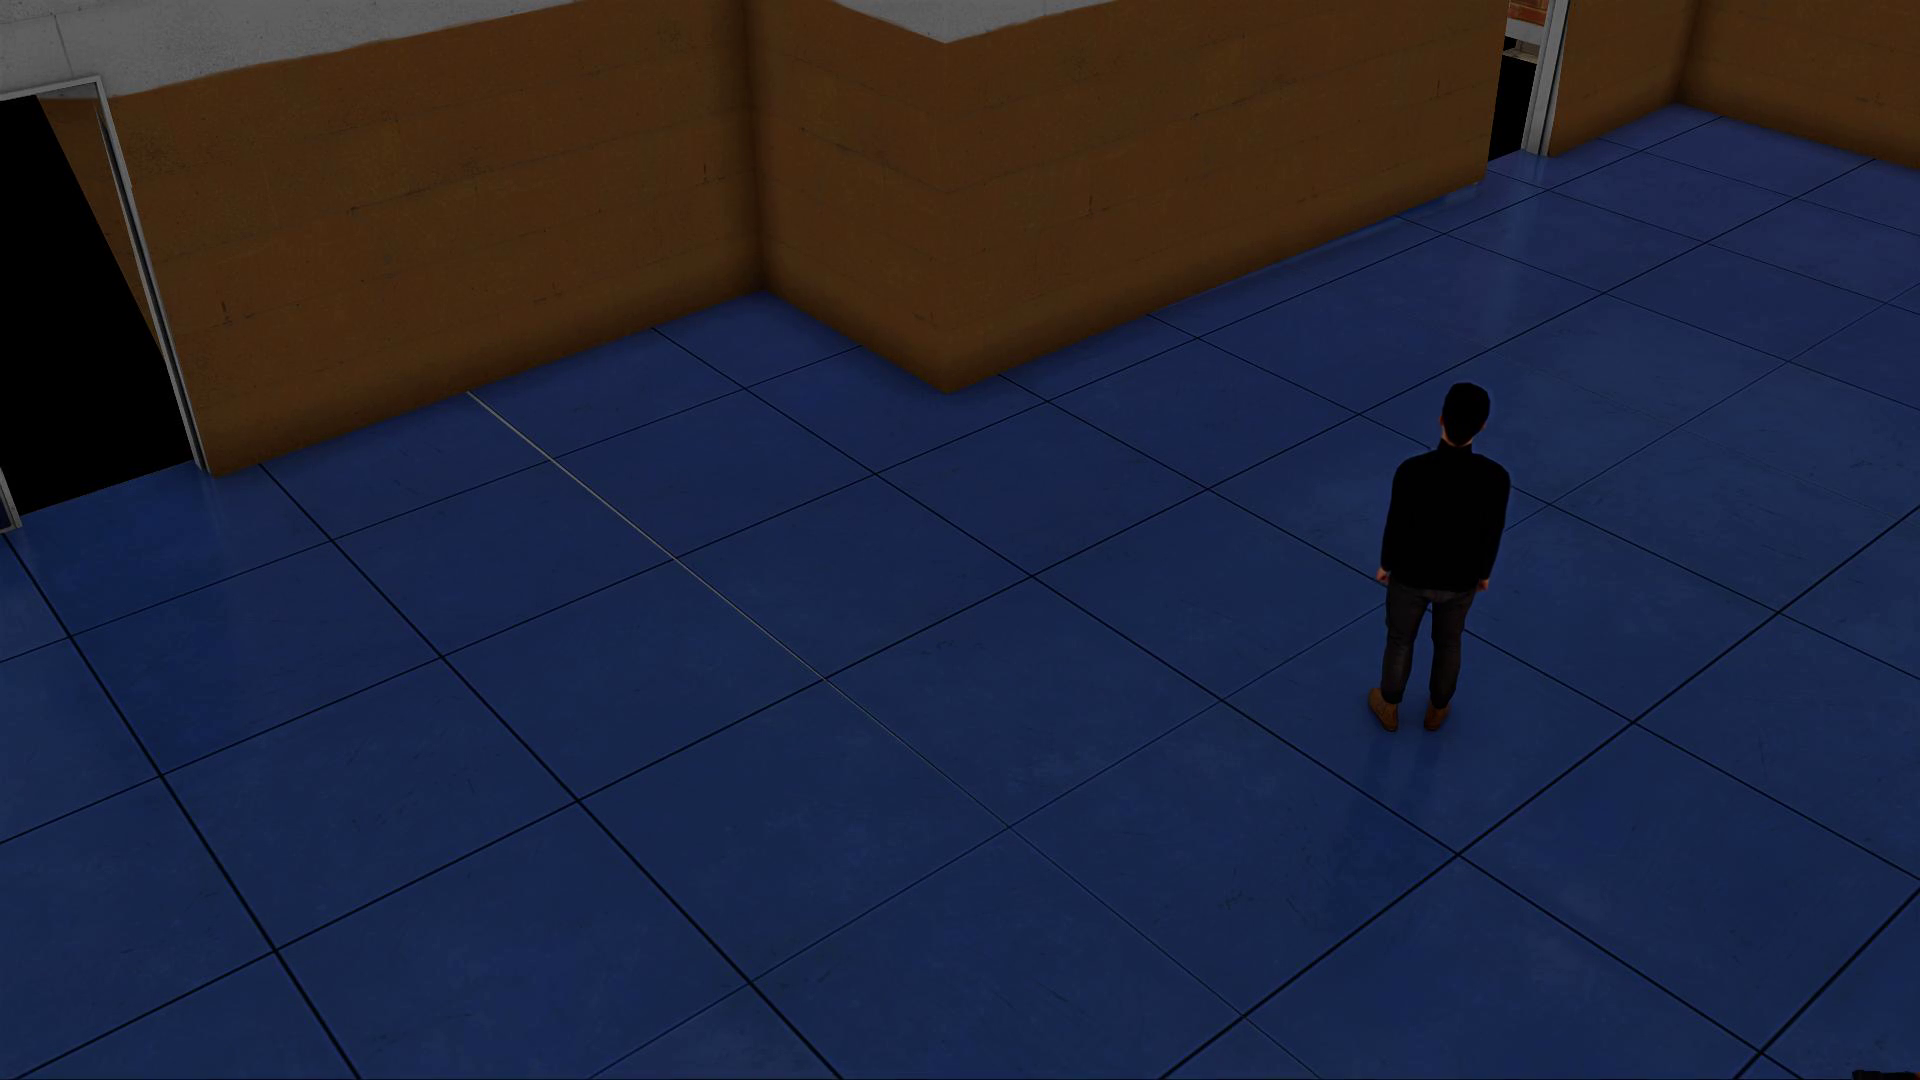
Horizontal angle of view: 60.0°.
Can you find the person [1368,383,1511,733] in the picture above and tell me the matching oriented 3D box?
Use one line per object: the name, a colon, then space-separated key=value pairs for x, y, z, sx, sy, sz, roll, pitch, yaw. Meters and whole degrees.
person: x=2.070 y=0.103 z=7.224 sx=0.707 sy=1.722 sz=0.775 roll=4 pitch=34 yaw=6
